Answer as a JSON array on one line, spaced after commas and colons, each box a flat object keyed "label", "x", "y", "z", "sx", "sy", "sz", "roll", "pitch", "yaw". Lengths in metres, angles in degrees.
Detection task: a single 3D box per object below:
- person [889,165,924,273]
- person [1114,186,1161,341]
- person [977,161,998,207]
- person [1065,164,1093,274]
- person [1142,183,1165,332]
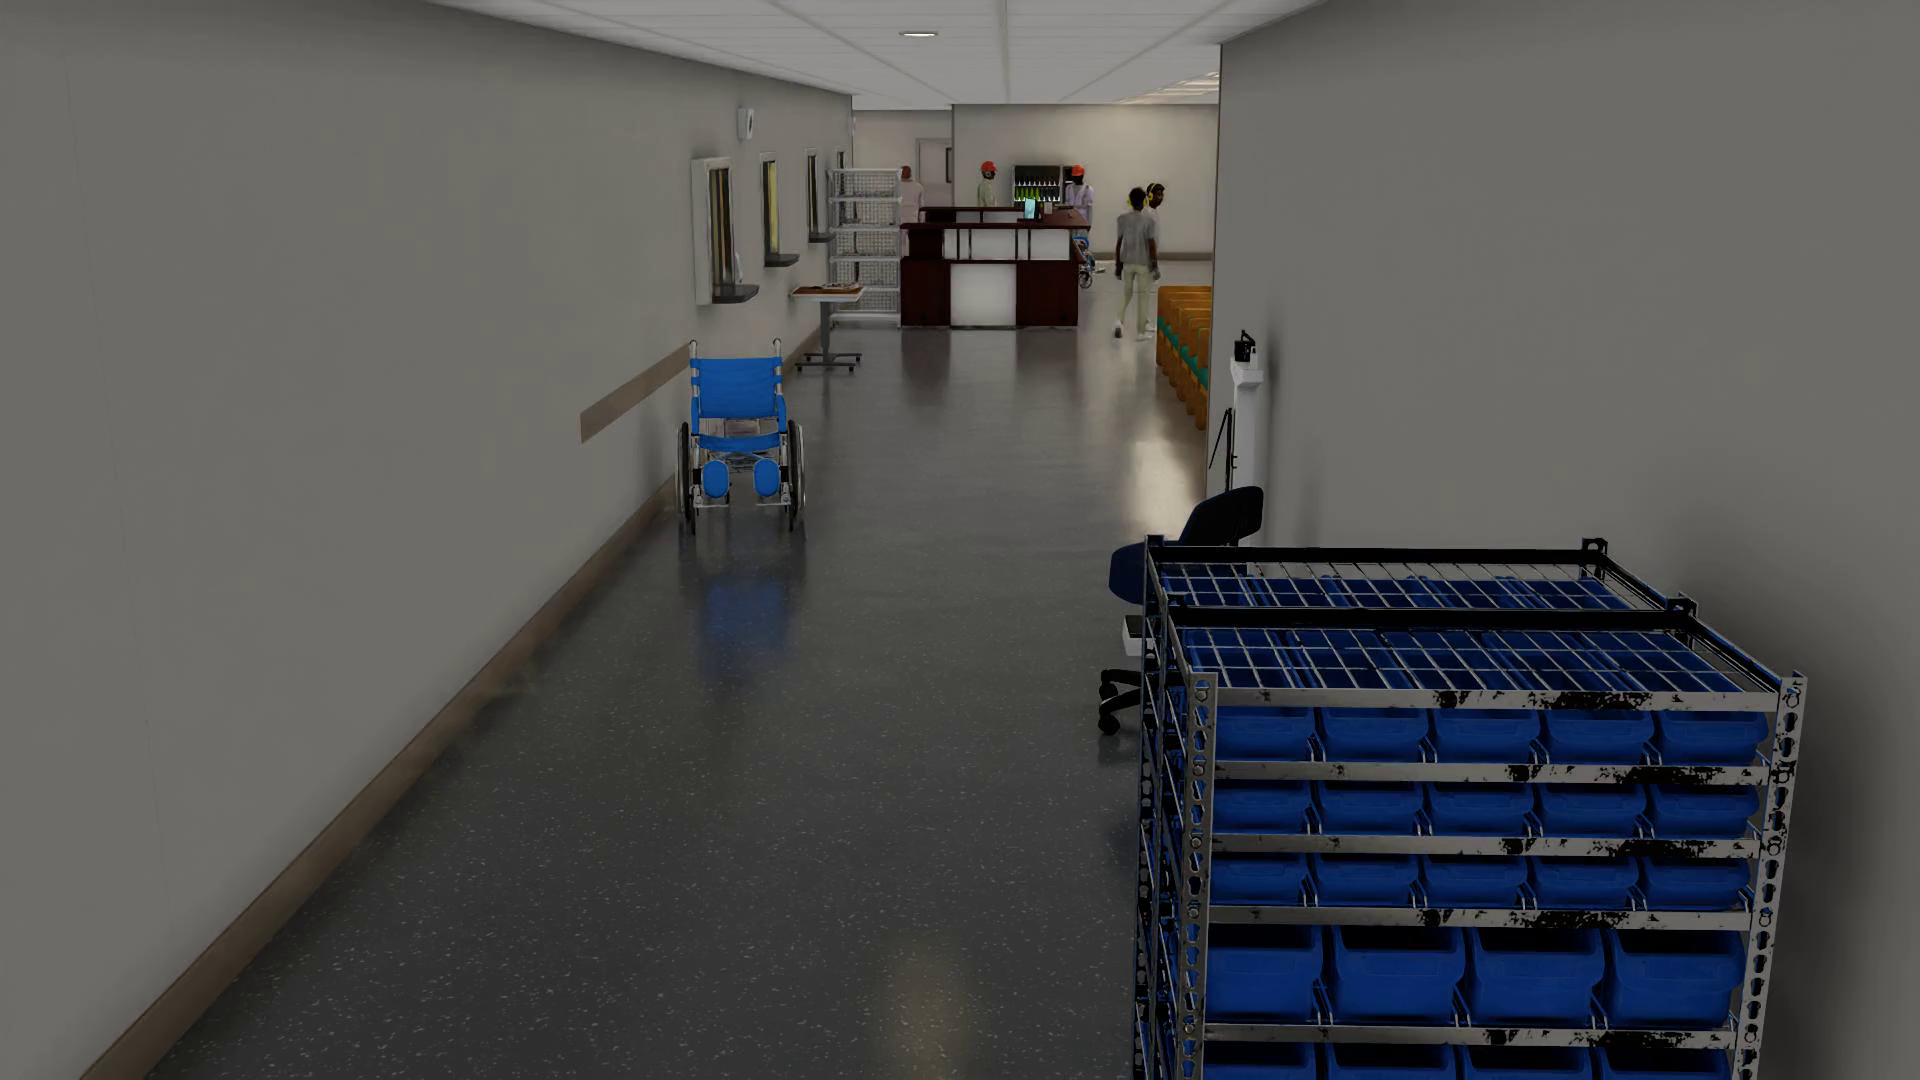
[{"label": "person", "x": -0.967, "y": -5.711, "z": 29.684, "sx": 0.644, "sy": 1.907, "sz": 0.400, "roll": -4, "pitch": 14, "yaw": -17}, {"label": "person", "x": 2.147, "y": -3.324, "z": 20.093, "sx": 0.551, "sy": 1.859, "sz": 0.535, "roll": 8, "pitch": 16, "yaw": 31}, {"label": "person", "x": 0.481, "y": -5.609, "z": 29.086, "sx": 0.382, "sy": 1.995, "sz": 0.612, "roll": -4, "pitch": 14, "yaw": -15}, {"label": "person", "x": 2.098, "y": -5.702, "z": 29.603, "sx": 0.545, "sy": 1.929, "sz": 0.390, "roll": 9, "pitch": 16, "yaw": 31}, {"label": "person", "x": 2.430, "y": -3.586, "z": 21.148, "sx": 0.330, "sy": 1.865, "sz": 0.518, "roll": 2, "pitch": 14, "yaw": 8}]
